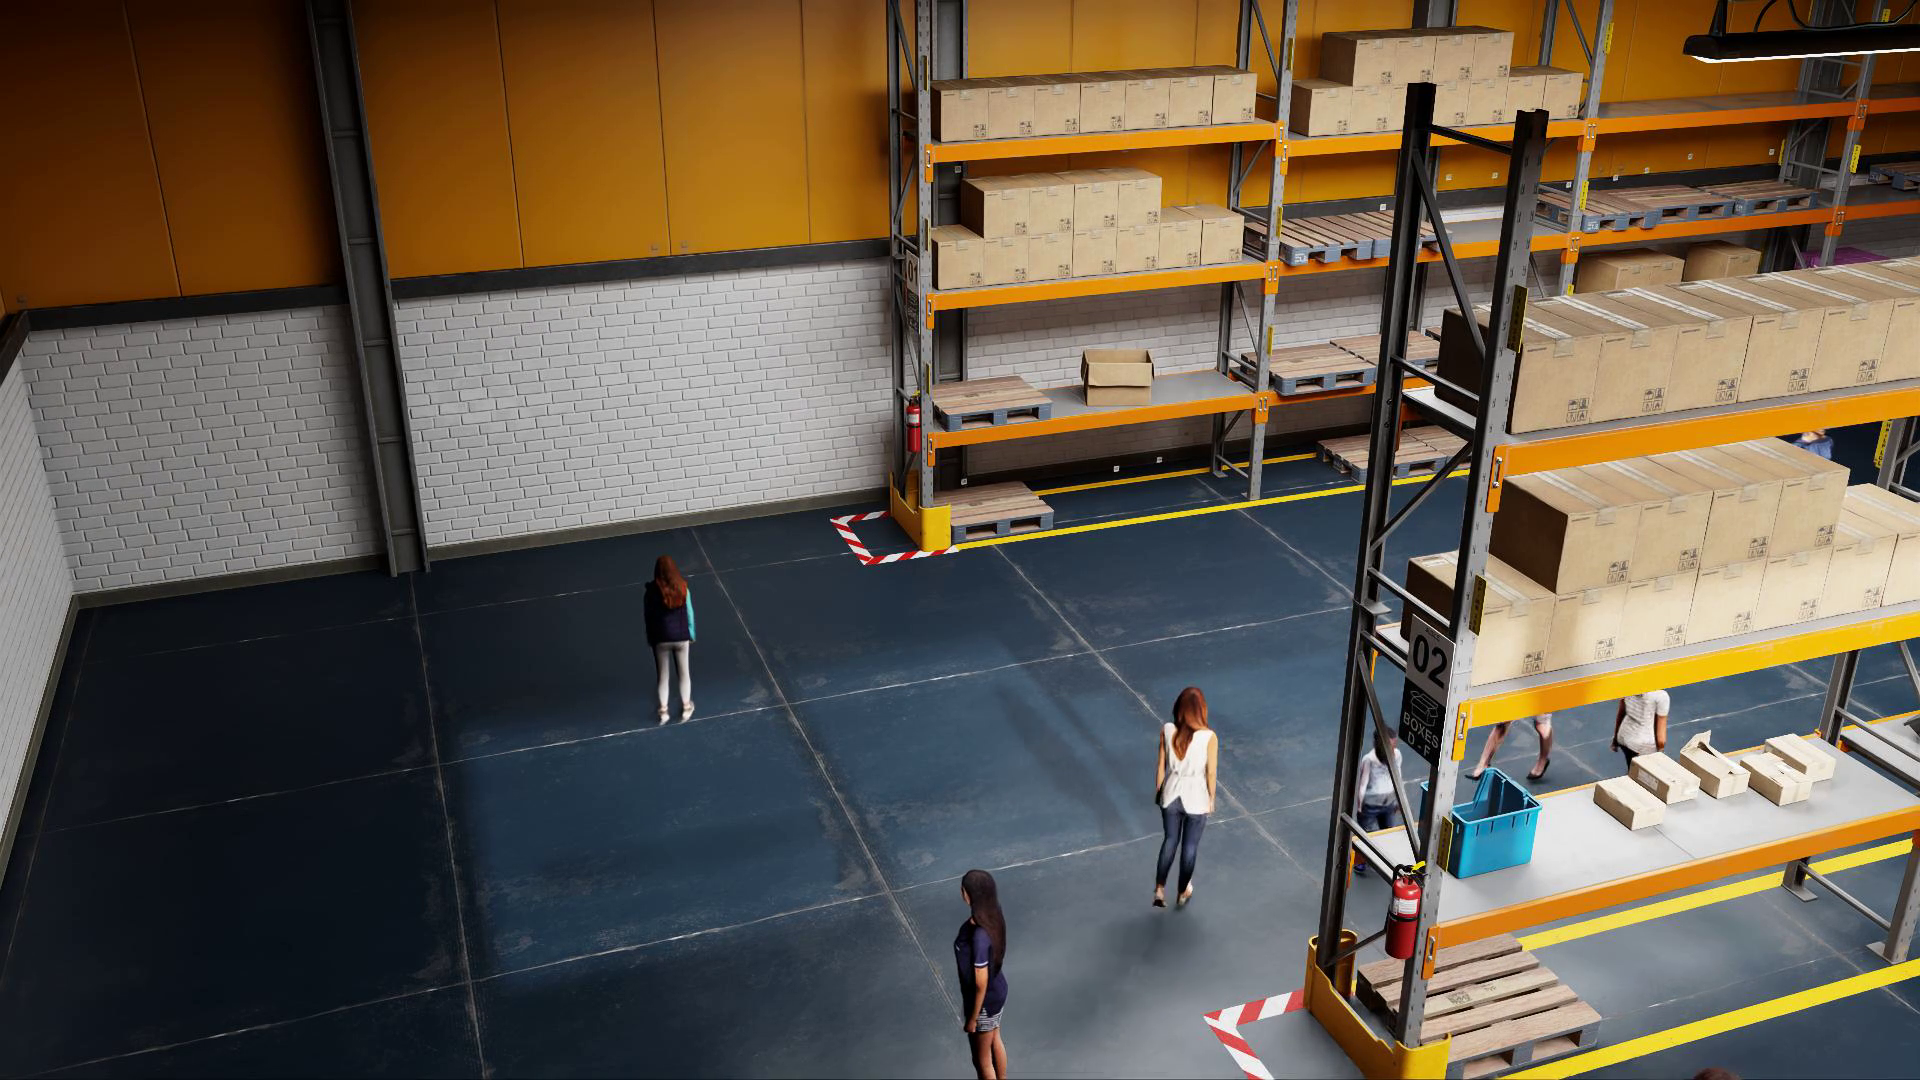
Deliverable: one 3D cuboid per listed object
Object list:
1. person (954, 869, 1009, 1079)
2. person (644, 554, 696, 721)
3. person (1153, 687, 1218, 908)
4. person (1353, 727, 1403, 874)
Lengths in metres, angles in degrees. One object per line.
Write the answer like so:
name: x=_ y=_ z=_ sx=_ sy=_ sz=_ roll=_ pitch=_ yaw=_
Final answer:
person: x=0.146 y=2.702 z=9.804 sx=0.700 sy=1.765 sz=0.669 roll=7 pitch=24 yaw=15
person: x=-2.512 y=0.839 z=14.403 sx=0.555 sy=1.494 sz=0.671 roll=-4 pitch=24 yaw=-10
person: x=1.559 y=1.878 z=11.678 sx=0.846 sy=1.774 sz=0.909 roll=11 pitch=26 yaw=23
person: x=3.078 y=1.900 z=12.287 sx=0.508 sy=1.246 sz=0.612 roll=-5 pitch=24 yaw=-10
